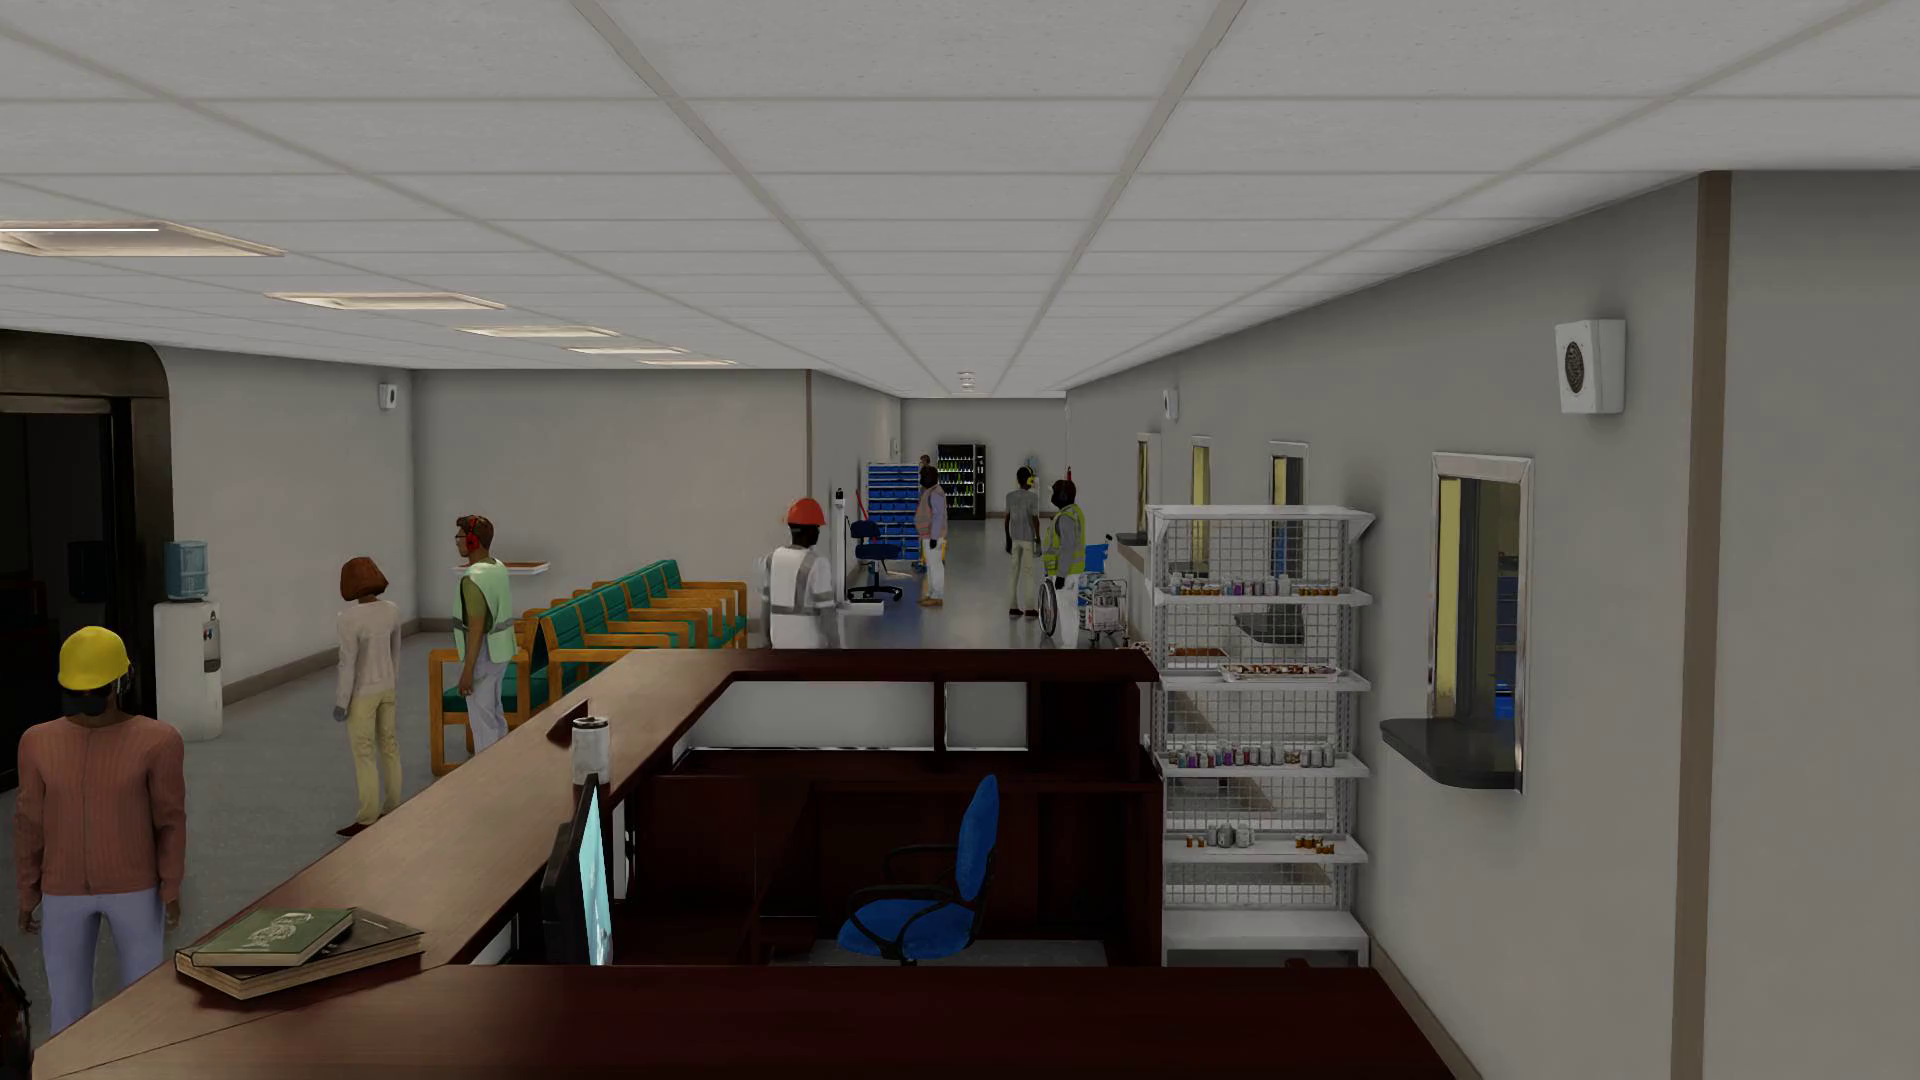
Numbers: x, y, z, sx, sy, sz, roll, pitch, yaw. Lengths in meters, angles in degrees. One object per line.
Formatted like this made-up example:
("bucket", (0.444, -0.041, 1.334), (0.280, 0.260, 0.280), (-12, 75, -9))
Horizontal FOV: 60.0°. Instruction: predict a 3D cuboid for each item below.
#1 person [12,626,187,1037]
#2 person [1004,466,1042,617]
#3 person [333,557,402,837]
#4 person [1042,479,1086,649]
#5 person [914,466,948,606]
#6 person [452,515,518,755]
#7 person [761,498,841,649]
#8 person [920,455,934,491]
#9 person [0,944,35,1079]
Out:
("person", (-2.817, 1.153, 5.454), (0.522, 1.762, 0.320), (-1, 4, -12))
("person", (0.787, 0.026, 20.541), (0.533, 1.864, 0.310), (3, 5, 38))
("person", (-3.459, 0.912, 9.716), (0.289, 1.632, 0.497), (1, 4, 19))
("person", (1.036, 0.317, 16.607), (0.429, 1.845, 0.621), (1, 4, 10))
("person", (-0.382, -0.048, 21.765), (0.430, 1.841, 0.624), (-1, 4, -8))
("person", (-2.945, 0.765, 10.289), (0.389, 1.846, 0.565), (0, 4, -1))
("person", (-1.007, 0.677, 11.120), (0.571, 1.900, 0.845), (3, 5, 40))
("person", (-0.820, -1.200, 39.301), (0.512, 1.639, 0.311), (1, 4, 19))
("person", (-1.200, 1.365, 1.982), (0.631, 1.835, 0.429), (-2, 5, -30))
